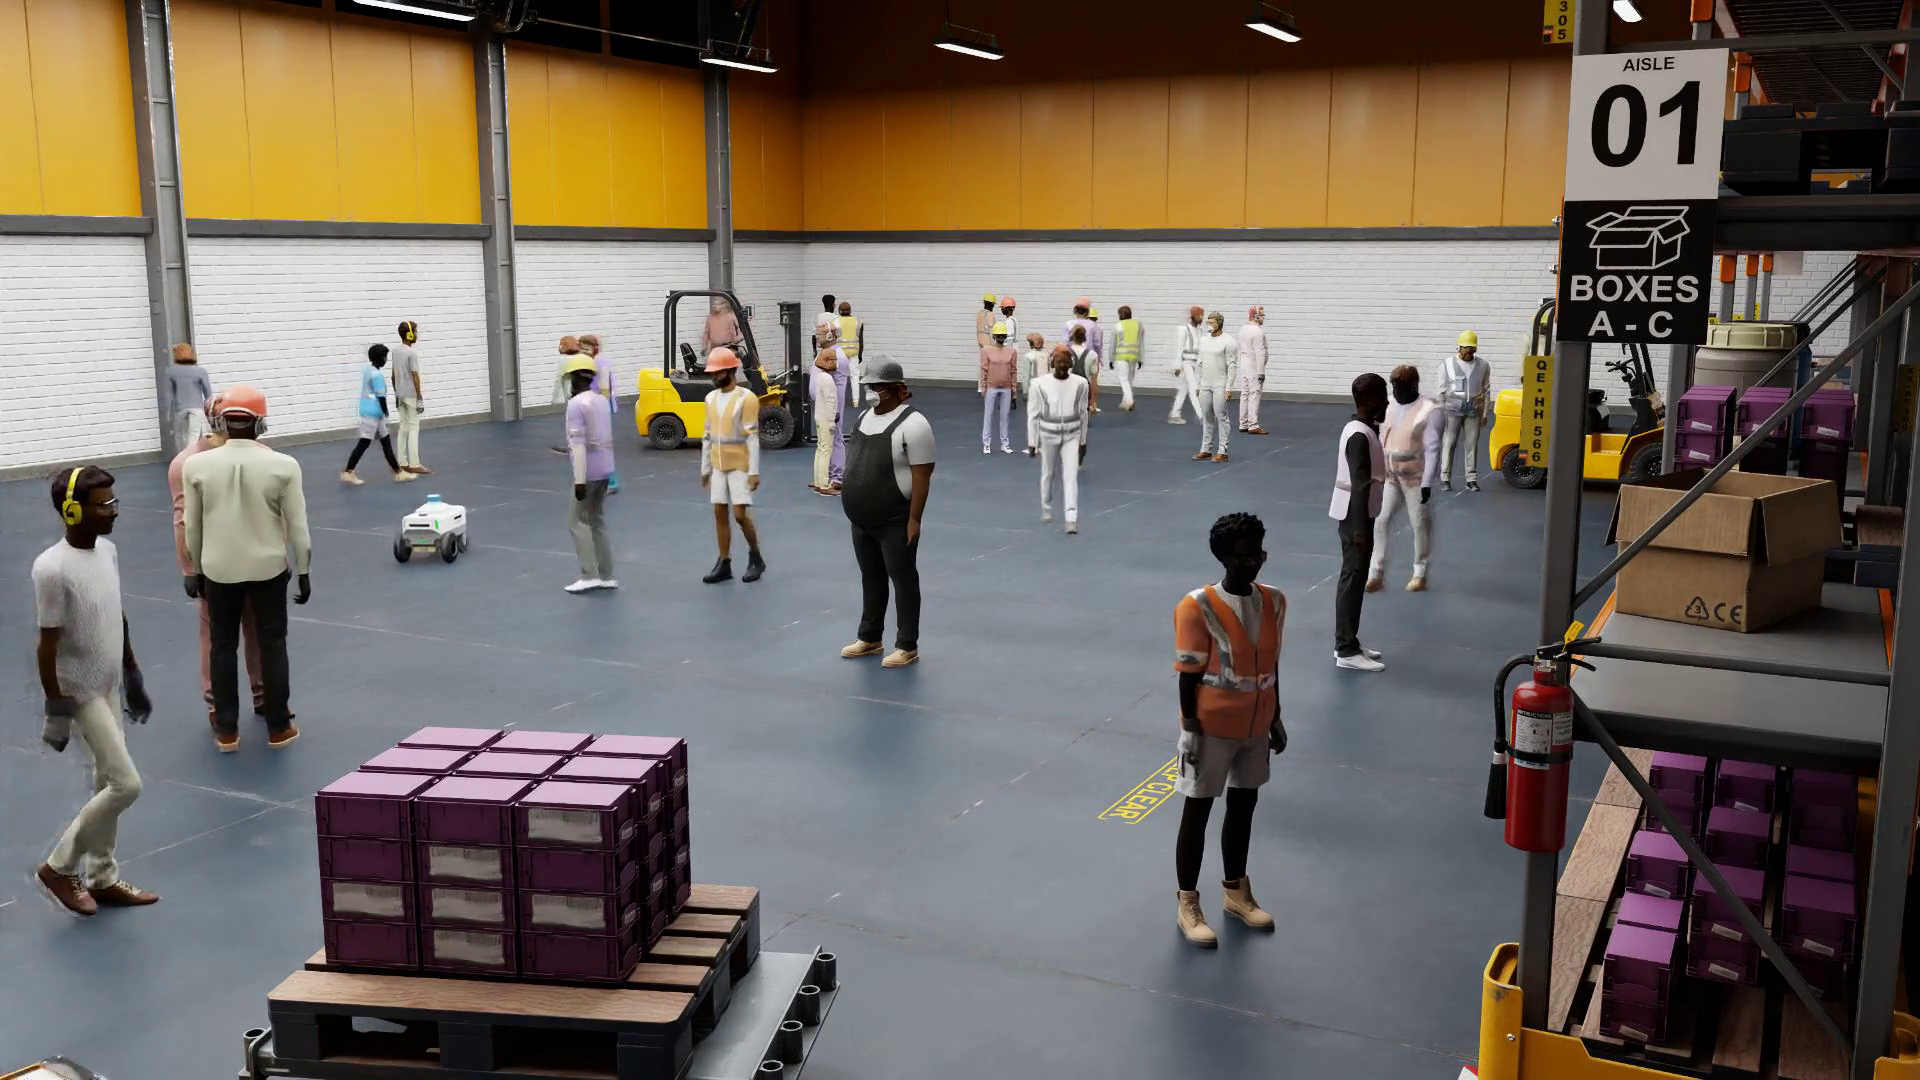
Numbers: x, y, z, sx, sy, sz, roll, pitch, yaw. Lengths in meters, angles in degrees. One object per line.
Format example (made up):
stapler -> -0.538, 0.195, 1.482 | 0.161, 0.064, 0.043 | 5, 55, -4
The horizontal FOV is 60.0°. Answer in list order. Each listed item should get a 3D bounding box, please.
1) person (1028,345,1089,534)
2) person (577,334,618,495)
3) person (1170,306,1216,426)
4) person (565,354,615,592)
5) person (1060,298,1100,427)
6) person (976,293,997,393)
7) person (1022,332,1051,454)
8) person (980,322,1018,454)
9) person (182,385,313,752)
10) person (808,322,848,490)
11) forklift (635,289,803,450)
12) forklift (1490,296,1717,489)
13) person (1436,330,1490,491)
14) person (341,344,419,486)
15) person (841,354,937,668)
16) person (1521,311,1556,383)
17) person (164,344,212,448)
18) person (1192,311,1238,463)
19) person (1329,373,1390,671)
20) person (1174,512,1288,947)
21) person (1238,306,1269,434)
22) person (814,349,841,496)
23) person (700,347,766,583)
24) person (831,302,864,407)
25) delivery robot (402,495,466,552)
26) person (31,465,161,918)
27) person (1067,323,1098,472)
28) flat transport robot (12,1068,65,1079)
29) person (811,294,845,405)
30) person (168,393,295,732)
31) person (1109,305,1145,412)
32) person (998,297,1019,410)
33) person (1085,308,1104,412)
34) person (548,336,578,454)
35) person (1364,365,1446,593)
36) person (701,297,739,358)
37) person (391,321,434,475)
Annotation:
person -> 0.954, -1.010, 16.277 | 0.589, 1.818, 1.061 | 0, 10, -3
person -> -3.989, -1.368, 18.320 | 0.580, 1.803, 0.549 | 8, 12, 38
person -> 3.684, -2.699, 25.913 | 0.941, 1.844, 0.594 | 7, 12, 34
person -> -2.969, -0.537, 13.300 | 0.488, 1.877, 0.640 | 3, 10, 14
person -> 1.860, -2.758, 25.900 | 0.662, 1.984, 1.061 | 0, 10, 1
person -> 0.529, -3.755, 31.826 | 0.380, 1.917, 0.586 | -5, 11, -27
person -> 1.031, -1.970, 22.335 | 0.514, 1.631, 0.321 | -9, 14, -43
person -> 0.522, -2.034, 22.300 | 0.522, 1.769, 0.317 | -3, 10, -16
person -> -3.836, 0.156, 9.004 | 0.639, 1.979, 0.438 | -3, 10, -17
person -> -1.510, -1.514, 18.883 | 0.409, 1.908, 0.647 | -5, 11, -26
forklift -> -3.358, -2.392, 23.136 | 2.313, 2.155, 1.214 | -1, 10, -5
forklift -> 7.296, -1.677, 18.993 | 2.313, 2.155, 1.214 | 5, 11, 27
person -> 5.683, -1.456, 18.792 | 0.595, 1.823, 0.403 | 1, 10, 4
person -> -6.790, -1.447, 19.264 | 0.874, 1.637, 0.534 | -5, 11, -25
person -> -0.514, -0.193, 10.848 | 0.537, 2.000, 0.678 | -10, 14, -44
person -> 8.804, -2.592, 25.420 | 0.598, 1.810, 0.691 | -3, 10, -17
person -> -9.284, -1.570, 20.103 | 0.523, 1.584, 0.834 | -1, 10, -7
person -> 3.280, -1.967, 21.417 | 0.369, 1.939, 0.631 | -8, 13, -39
person -> 2.596, -0.127, 10.817 | 0.393, 1.921, 0.591 | 2, 10, 12
person -> 1.059, 0.727, 6.515 | 0.530, 1.697, 0.321 | -6, 11, -30
person -> 4.387, -2.527, 24.749 | 0.407, 1.906, 0.655 | -3, 10, -15
person -> -1.480, -1.311, 18.494 | 0.269, 1.632, 0.504 | -3, 10, -17
person -> -1.881, -0.605, 13.555 | 0.585, 1.931, 0.412 | 7, 12, 33
person -> -1.986, -3.223, 29.011 | 0.636, 1.843, 0.429 | -4, 11, -22
delivery robot -> -4.629, -0.155, 14.653 | 0.477, 0.478, 0.707 | 1, 10, 3
person -> -3.464, 0.619, 6.712 | 0.391, 1.856, 0.525 | -1, 10, -5
person -> 1.432, -1.735, 20.382 | 0.529, 1.827, 0.455 | -1, 10, -5
flat transport robot -> -2.488, 1.777, 4.559 | 1.431, 0.197, 0.652 | 7, 12, 34
person -> -2.312, -3.340, 29.287 | 0.607, 1.963, 0.373 | 2, 10, 13
person -> -4.092, 0.119, 9.421 | 0.409, 1.911, 0.651 | 7, 12, 36
person -> 2.845, -3.091, 28.341 | 0.621, 1.806, 0.896 | -3, 10, -17
person -> 0.829, -3.206, 28.593 | 0.361, 1.938, 0.545 | 1, 10, 8
person -> 2.208, -3.038, 28.108 | 0.523, 1.769, 0.322 | -5, 11, -28
person -> -5.193, -1.875, 21.870 | 0.795, 1.600, 0.502 | 3, 10, 18
person -> 3.473, -0.464, 13.092 | 0.794, 1.806, 0.664 | -8, 13, -40
person -> -4.499, -3.564, 30.906 | 0.675, 1.852, 1.015 | 5, 11, 27
person -> -6.702, -1.729, 20.237 | 0.534, 1.868, 0.310 | 8, 13, 39
